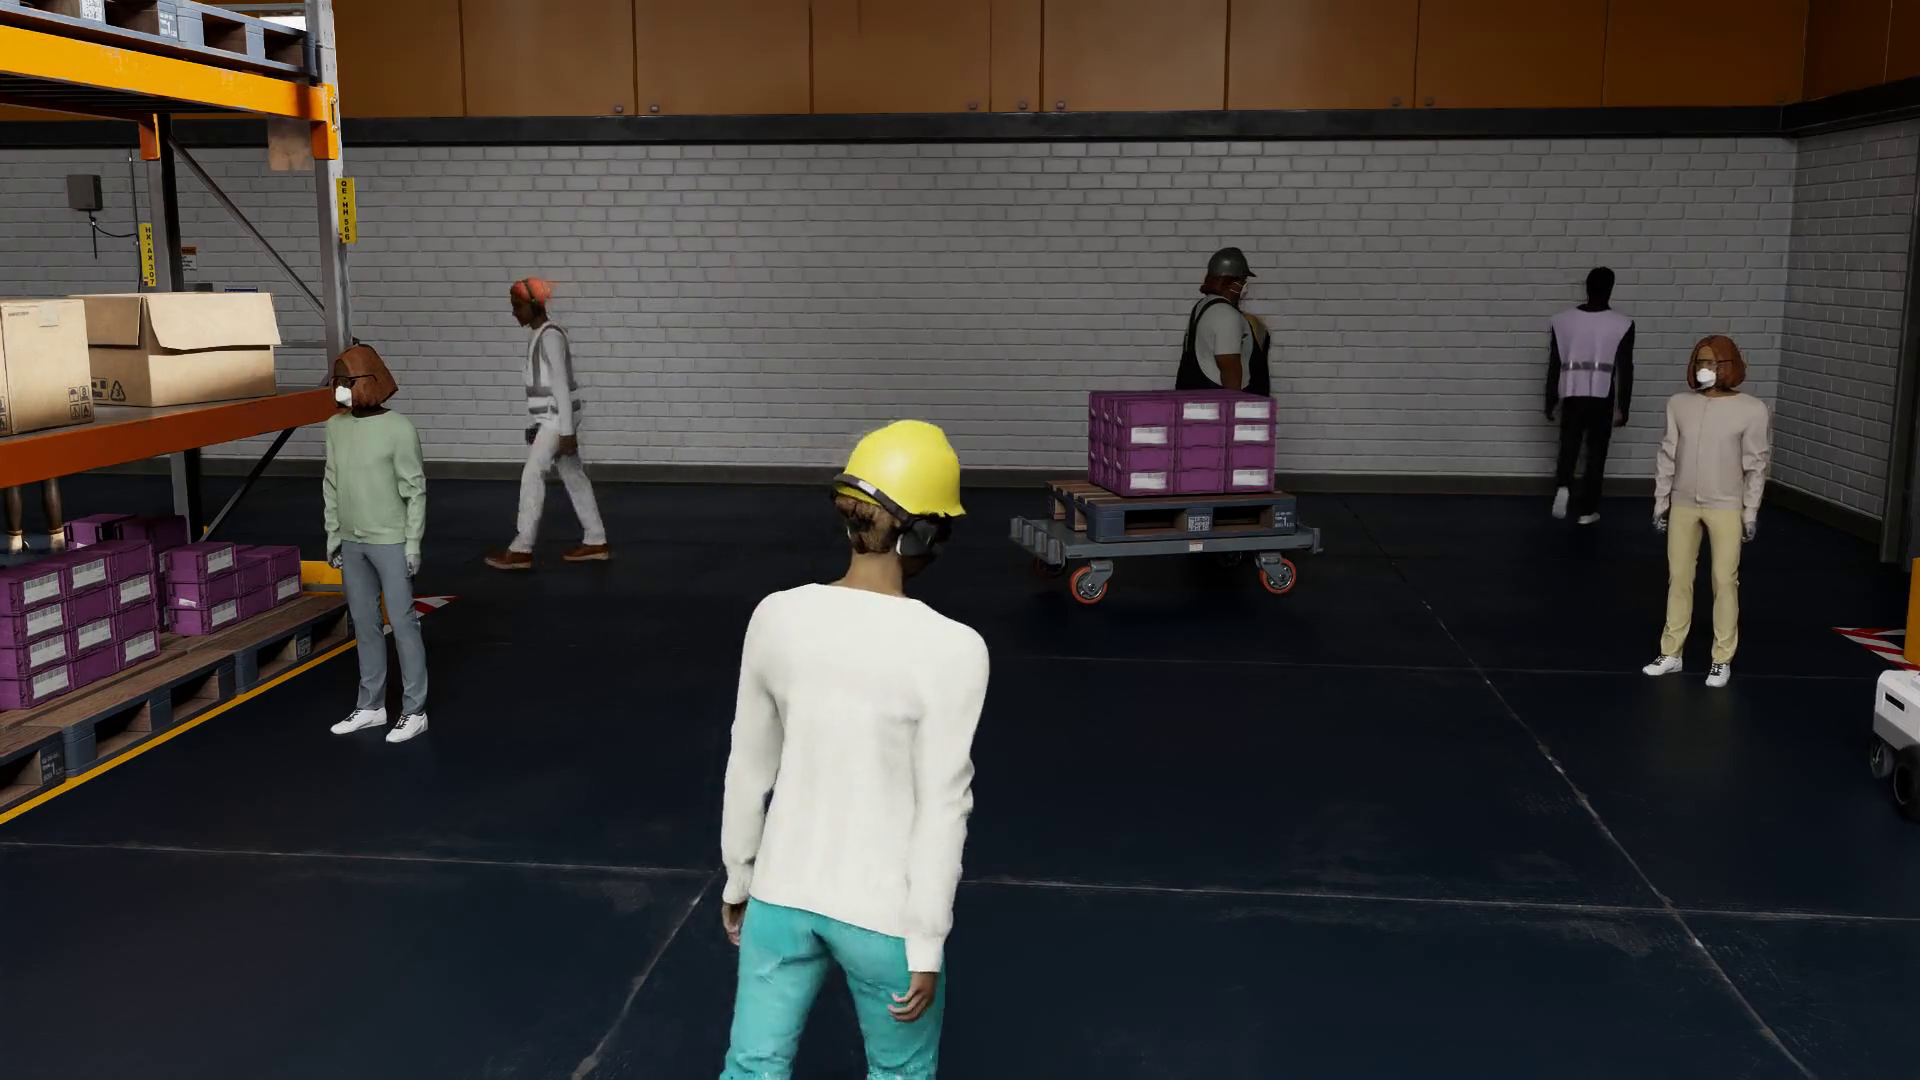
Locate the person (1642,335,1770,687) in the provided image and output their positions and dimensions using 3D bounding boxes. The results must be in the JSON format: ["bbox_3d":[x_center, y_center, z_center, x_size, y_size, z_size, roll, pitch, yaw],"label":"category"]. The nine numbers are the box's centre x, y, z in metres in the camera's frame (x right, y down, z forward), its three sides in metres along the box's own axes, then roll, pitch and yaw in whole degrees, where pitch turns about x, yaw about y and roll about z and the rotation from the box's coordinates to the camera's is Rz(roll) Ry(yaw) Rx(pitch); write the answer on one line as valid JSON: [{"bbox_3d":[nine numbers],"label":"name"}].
[{"bbox_3d":[3.487,-0.136,7.771,0.269,1.630,0.511,-9,13,-42],"label":"person"}]

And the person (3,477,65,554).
[{"bbox_3d":[-6.217,-0.748,11.079,0.539,1.695,0.318,-2,10,-10],"label":"person"}]

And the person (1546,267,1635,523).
[{"bbox_3d":[4.606,-1.044,12.193,0.606,1.899,0.552,7,12,33],"label":"person"}]

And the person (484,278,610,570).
[{"bbox_3d":[-2.670,-0.734,10.572,0.910,1.834,0.703,-4,11,-20],"label":"person"}]

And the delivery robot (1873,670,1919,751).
[{"bbox_3d":[3.619,0.656,6.041,0.477,0.478,0.707,2,10,9],"label":"delivery robot"}]

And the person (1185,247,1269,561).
[{"bbox_3d":[1.757,-0.898,10.952,0.536,2.000,0.681,-2,10,-9],"label":"person"}]

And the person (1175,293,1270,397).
[{"bbox_3d":[1.823,-0.944,11.827,0.650,1.819,0.698,-3,10,-14],"label":"person"}]

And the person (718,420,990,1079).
[{"bbox_3d":[-0.264,0.664,2.908,0.545,1.727,0.793,6,11,30],"label":"person"}]

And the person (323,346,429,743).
[{"bbox_3d":[-2.416,0.020,6.861,0.507,1.632,0.268,5,11,26],"label":"person"}]
